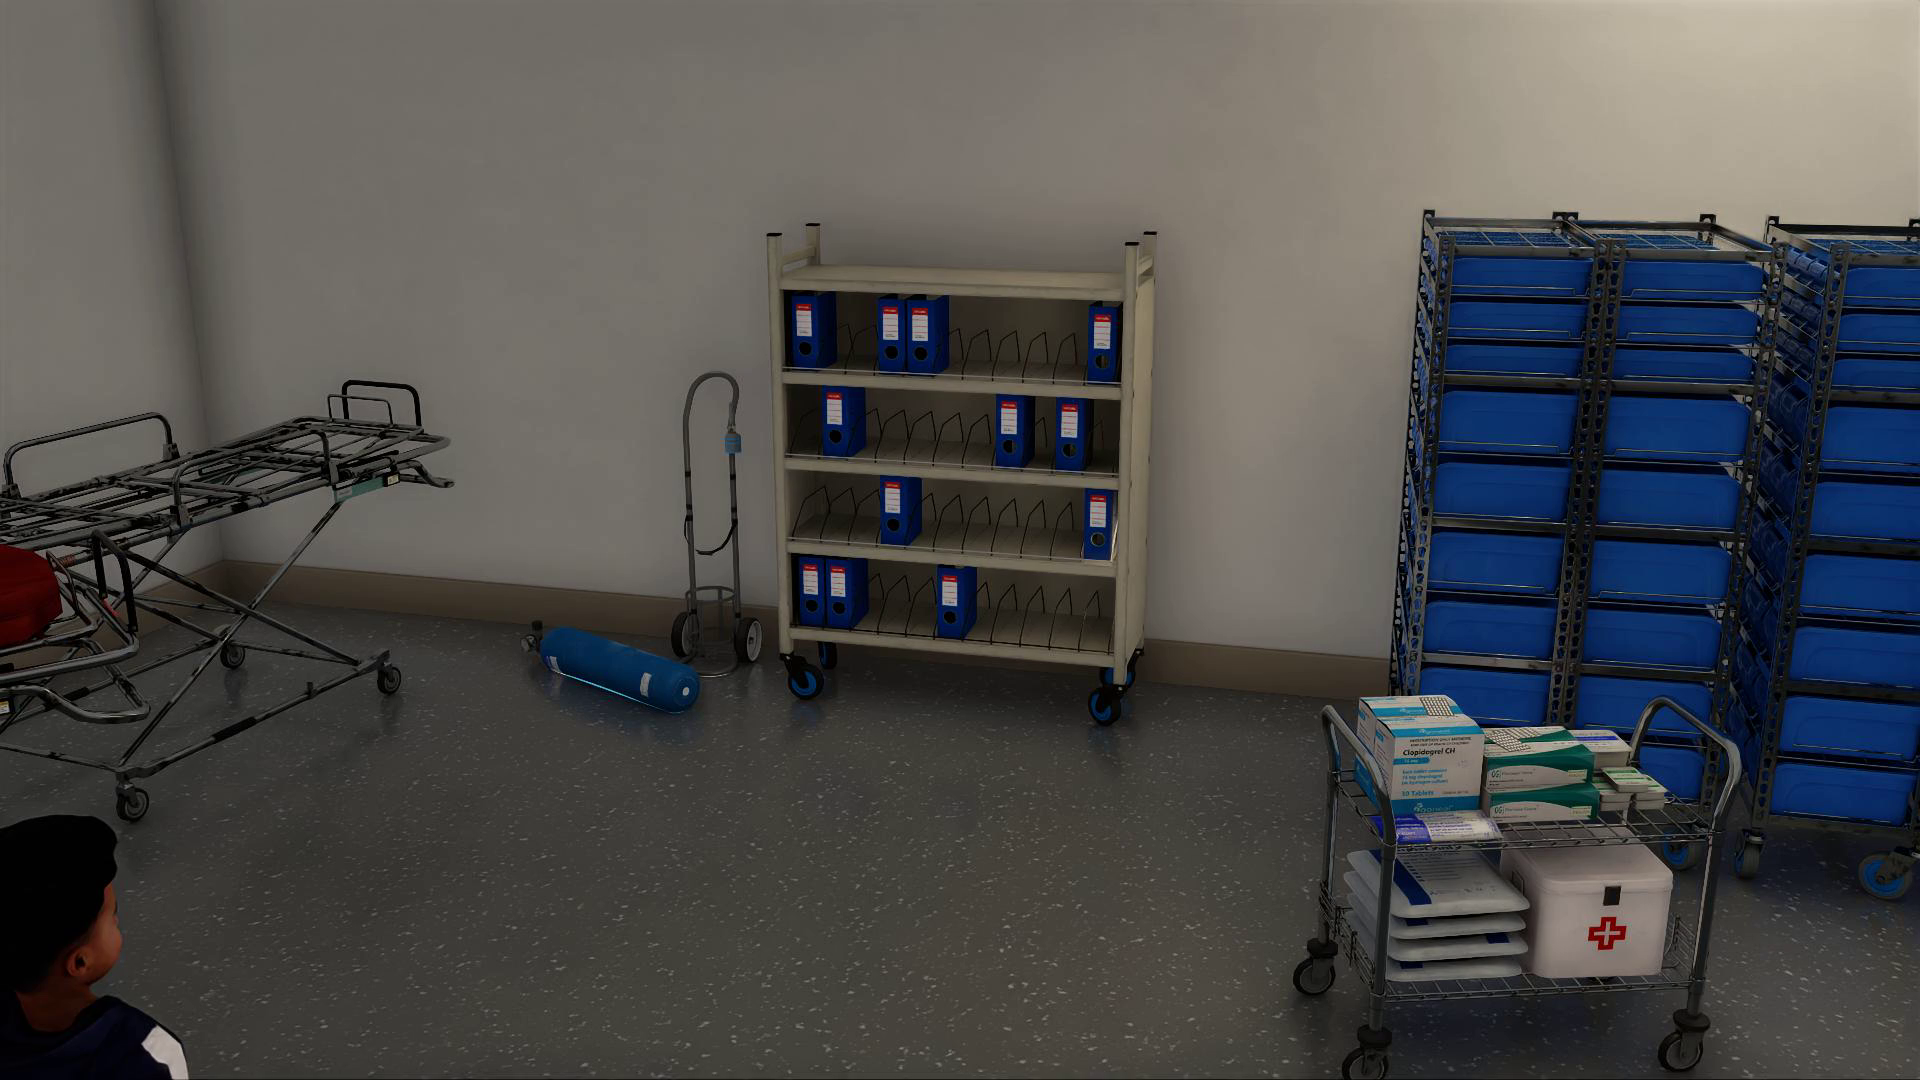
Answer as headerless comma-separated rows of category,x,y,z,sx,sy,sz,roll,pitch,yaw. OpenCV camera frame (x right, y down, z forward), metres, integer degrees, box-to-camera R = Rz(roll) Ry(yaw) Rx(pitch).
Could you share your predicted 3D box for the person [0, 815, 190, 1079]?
person,-1.189,0.947,2.310,0.529,1.222,0.510,6,17,20
